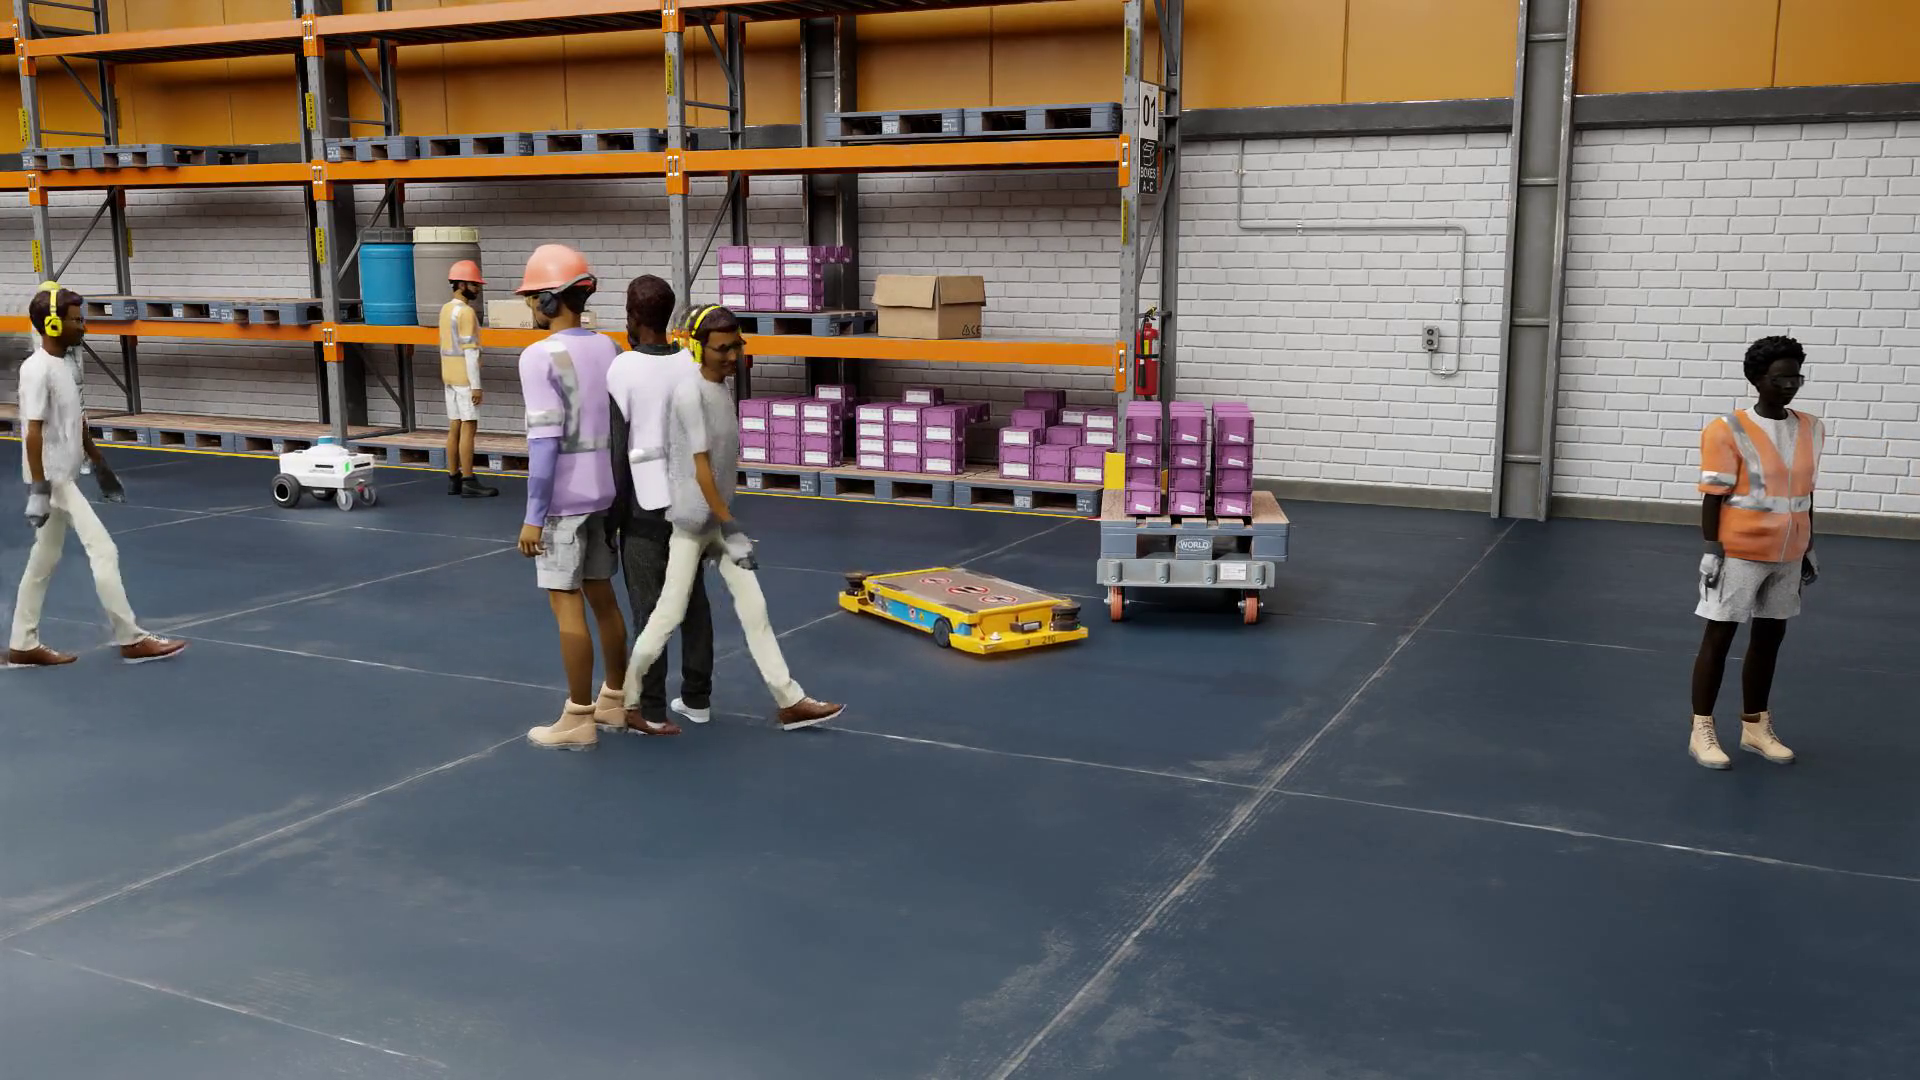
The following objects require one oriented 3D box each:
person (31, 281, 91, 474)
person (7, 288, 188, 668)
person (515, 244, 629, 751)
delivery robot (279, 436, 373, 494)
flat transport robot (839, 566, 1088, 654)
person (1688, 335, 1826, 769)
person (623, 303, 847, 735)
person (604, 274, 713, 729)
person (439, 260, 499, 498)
[{"bbox_3d":[-8.058,-1.434,14.876,0.294,1.744,0.487,4,11,21],"label":"person"},{"bbox_3d":[-4.242,-0.286,8.067,0.907,1.831,0.537,-4,11,-23],"label":"person"},{"bbox_3d":[-1.593,-0.165,6.754,0.386,2.039,0.616,4,11,22],"label":"person"},{"bbox_3d":[-4.987,-0.576,13.094,0.707,0.478,0.477,4,11,20],"label":"delivery robot"},{"bbox_3d":[-0.011,0.347,8.887,0.652,0.197,1.431,-7,12,-33],"label":"flat transport robot"},{"bbox_3d":[3.120,0.051,6.504,0.540,1.695,0.316,-2,10,-14],"label":"person"},{"bbox_3d":[-1.009,-0.060,6.850,0.985,1.803,0.500,2,10,14],"label":"person"},{"bbox_3d":[-1.256,-0.142,6.969,0.392,1.922,0.593,9,13,42],"label":"person"},{"bbox_3d":[-4.043,-1.312,13.628,0.375,1.934,0.548,-8,12,-37],"label":"person"}]
